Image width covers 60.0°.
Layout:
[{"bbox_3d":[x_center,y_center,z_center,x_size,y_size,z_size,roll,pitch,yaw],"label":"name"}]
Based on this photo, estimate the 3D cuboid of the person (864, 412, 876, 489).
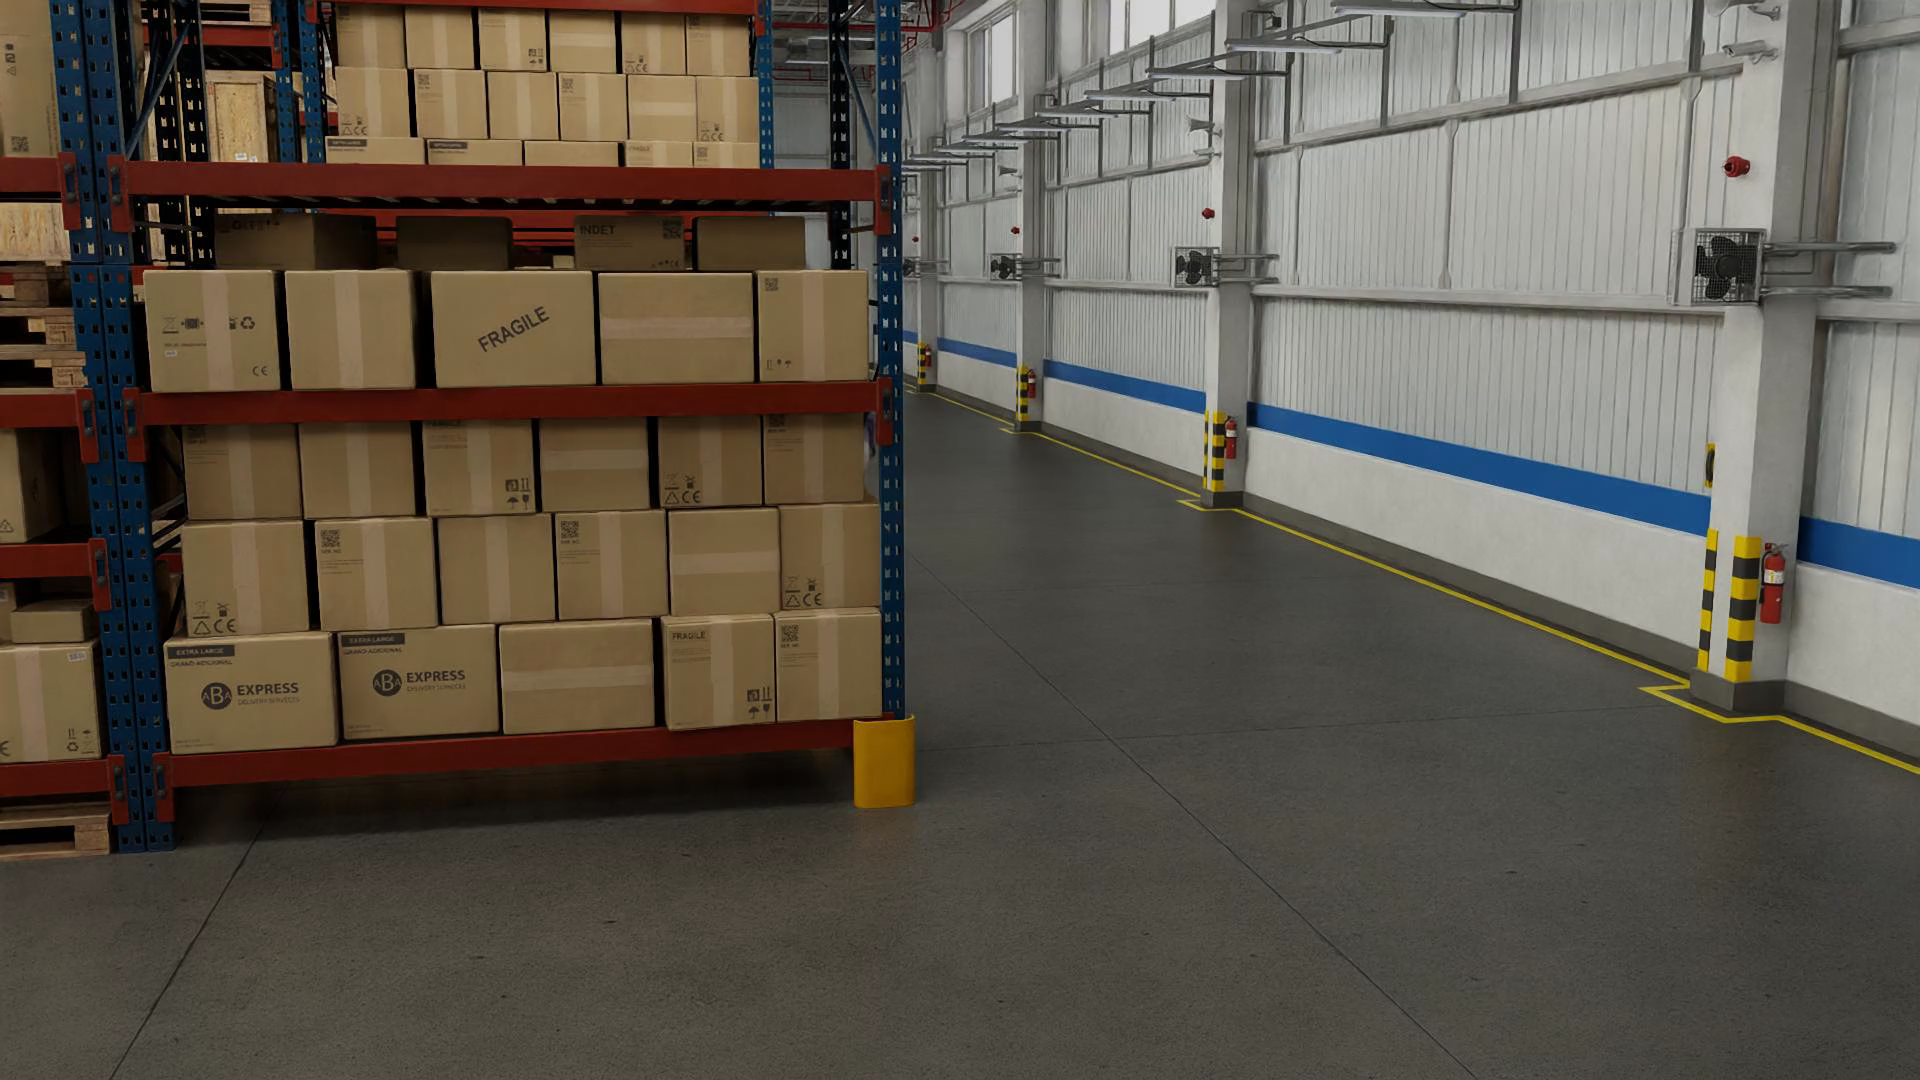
[{"bbox_3d":[-1.307,-1.180,19.960,0.637,1.916,0.849,-1,9,-8],"label":"person"}]
